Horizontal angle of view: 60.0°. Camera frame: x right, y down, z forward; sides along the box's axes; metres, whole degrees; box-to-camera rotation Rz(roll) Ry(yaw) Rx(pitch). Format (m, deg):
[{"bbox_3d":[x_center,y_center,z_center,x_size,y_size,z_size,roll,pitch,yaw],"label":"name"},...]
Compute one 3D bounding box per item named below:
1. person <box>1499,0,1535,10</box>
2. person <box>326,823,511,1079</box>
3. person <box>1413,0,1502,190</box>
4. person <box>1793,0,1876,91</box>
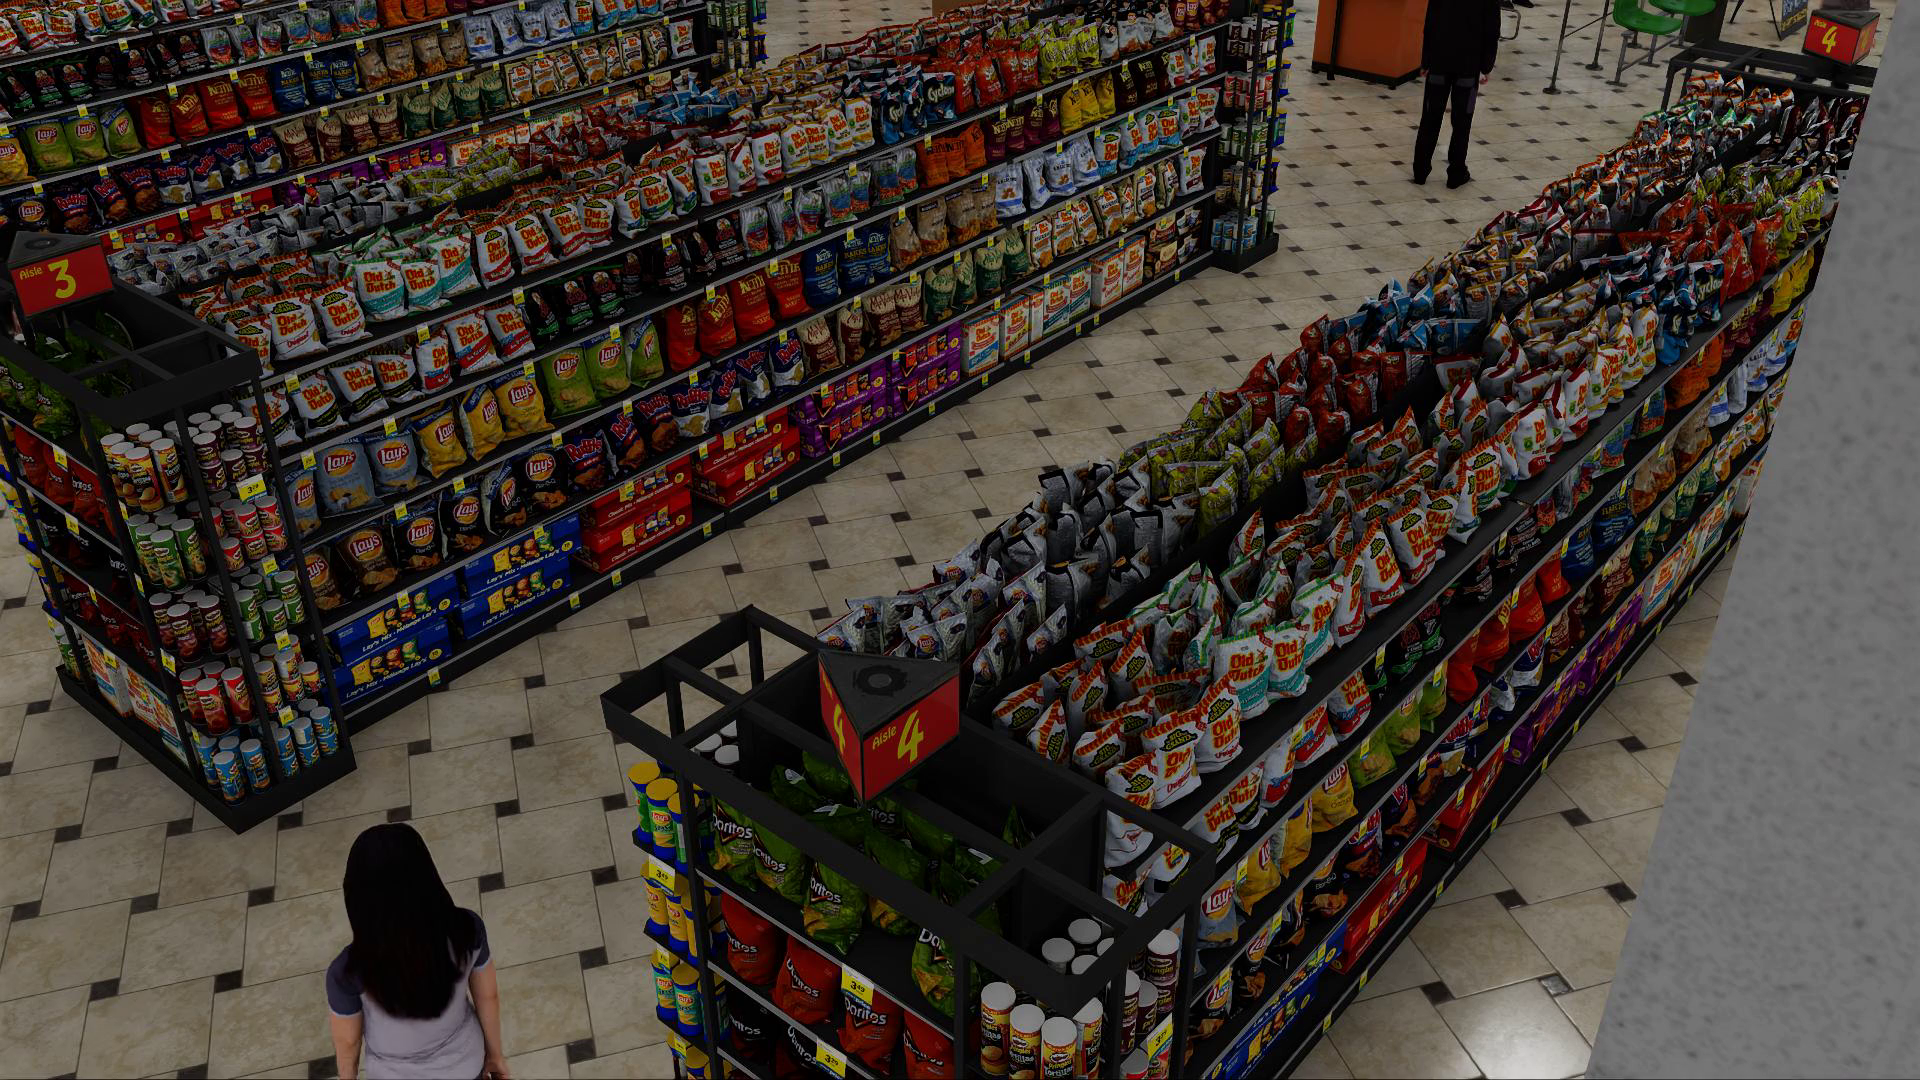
[{"bbox_3d":[6.017,-6.589,17.609,0.683,1.820,0.809,-11,34,-17],"label":"person"},{"bbox_3d":[-1.466,1.550,4.670,1.062,1.669,0.739,-27,41,-36],"label":"person"},{"bbox_3d":[3.826,-3.658,12.881,0.777,1.838,0.666,14,35,21],"label":"person"},{"bbox_3d":[7.157,-4.226,13.777,1.128,1.857,1.243,6,32,10],"label":"person"}]
